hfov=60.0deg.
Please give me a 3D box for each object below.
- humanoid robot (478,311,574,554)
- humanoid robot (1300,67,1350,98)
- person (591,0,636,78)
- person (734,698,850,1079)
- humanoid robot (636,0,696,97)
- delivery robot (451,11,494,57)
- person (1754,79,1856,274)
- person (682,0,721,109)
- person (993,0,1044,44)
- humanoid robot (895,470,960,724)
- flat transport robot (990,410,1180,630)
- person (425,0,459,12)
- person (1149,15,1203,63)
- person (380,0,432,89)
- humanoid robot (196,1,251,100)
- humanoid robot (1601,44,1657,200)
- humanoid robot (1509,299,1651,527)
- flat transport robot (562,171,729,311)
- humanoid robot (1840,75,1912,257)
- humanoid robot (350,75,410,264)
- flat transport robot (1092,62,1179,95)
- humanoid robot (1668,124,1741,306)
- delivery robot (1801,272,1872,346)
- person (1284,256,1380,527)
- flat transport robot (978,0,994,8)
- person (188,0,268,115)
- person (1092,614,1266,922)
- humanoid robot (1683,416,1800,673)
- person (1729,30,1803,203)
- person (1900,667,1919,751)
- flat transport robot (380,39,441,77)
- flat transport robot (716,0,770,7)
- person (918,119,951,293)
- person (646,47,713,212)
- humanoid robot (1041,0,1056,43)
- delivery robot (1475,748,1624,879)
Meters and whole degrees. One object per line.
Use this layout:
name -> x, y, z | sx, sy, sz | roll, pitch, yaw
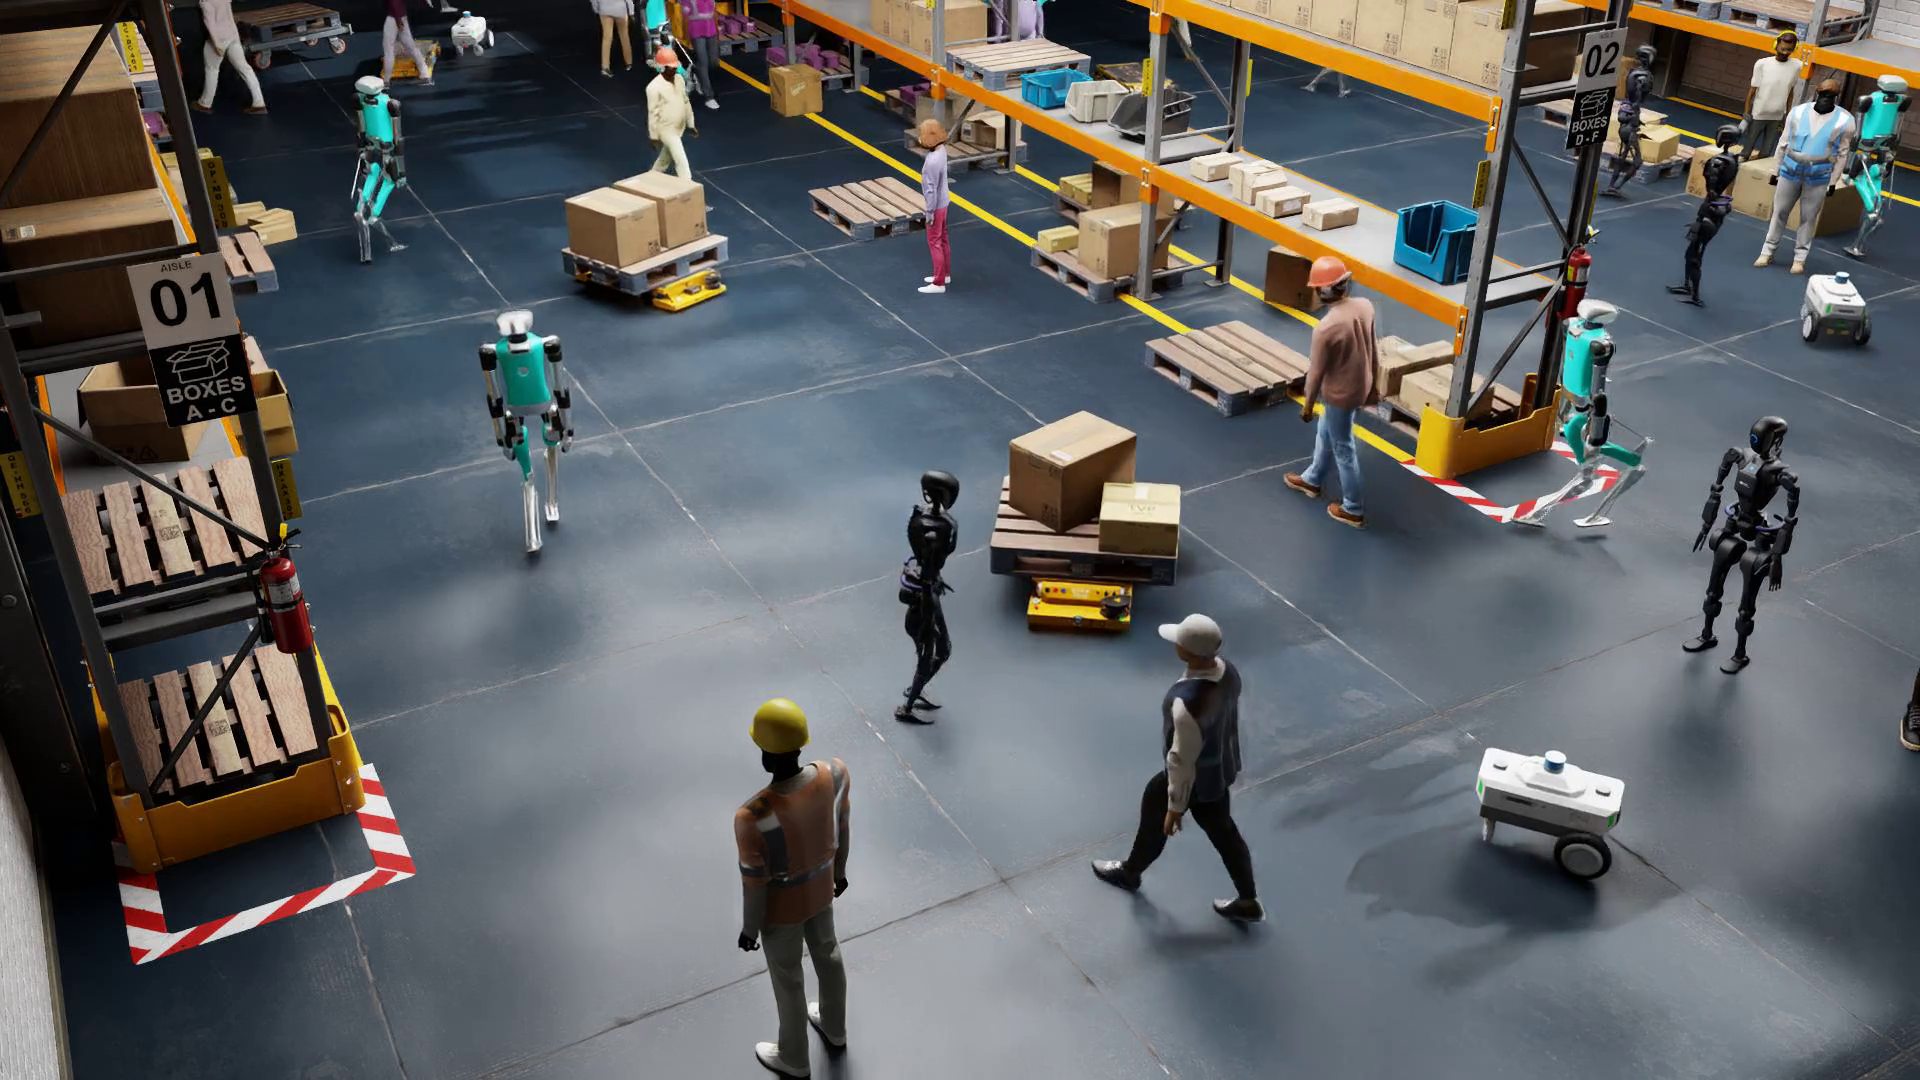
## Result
humanoid robot -> -2.904, -0.790, 11.298 | 0.545, 1.734, 0.995 | -8, 31, -13
humanoid robot -> 4.866, -6.589, 21.452 | 0.910, 1.815, 0.556 | 19, 35, 29
person -> -4.675, -7.129, 22.382 | 0.600, 1.701, 0.884 | 1, 30, 2
person -> -0.721, 1.500, 7.135 | 0.372, 1.925, 0.593 | 25, 38, 36
humanoid robot -> -3.510, -5.930, 20.253 | 0.664, 1.792, 0.540 | 14, 33, 23
delivery robot -> -6.979, -7.224, 23.688 | 0.510, 0.584, 0.755 | 0, 30, 0
person -> 8.061, -3.469, 15.868 | 0.627, 1.846, 0.429 | 20, 35, 30
person -> -3.277, -6.420, 21.018 | 0.519, 1.830, 0.663 | -26, 39, -37
person -> 0.701, -6.293, 20.755 | 0.685, 1.878, 0.640 | -12, 32, -21
humanoid robot -> -0.184, 0.327, 9.451 | 0.380, 1.649, 0.616 | 2, 30, 3
flat transport robot -> 0.844, 0.137, 11.171 | 0.659, 0.231, 1.431 | 4, 30, 7
person -> -8.131, -9.011, 25.737 | 0.461, 1.615, 0.561 | -14, 33, -22
person -> 3.026, -7.611, 23.111 | 0.944, 1.843, 0.576 | 23, 37, 34
person -> -7.483, -6.867, 21.740 | 0.895, 1.890, 0.513 | -5, 30, -9
humanoid robot -> -9.496, -6.480, 21.290 | 0.394, 1.650, 0.596 | 10, 31, 16
humanoid robot -> 7.185, -4.453, 17.748 | 0.410, 1.652, 0.590 | 10, 31, 16
humanoid robot -> 4.345, -0.800, 11.327 | 0.935, 1.759, 0.544 | -5, 30, -8
flat transport robot -> -2.955, -2.497, 15.756 | 1.431, 0.231, 0.659 | 22, 36, 33
humanoid robot -> 8.911, -3.525, 16.117 | 0.551, 1.831, 0.717 | -5, 30, -9
humanoid robot -> -5.732, -3.505, 16.098 | 0.573, 1.824, 0.817 | 11, 32, 18
flat transport robot -> 2.306, -6.021, 21.891 | 0.659, 0.231, 1.431 | -9, 31, -16
humanoid robot -> 6.773, -2.959, 15.152 | 0.400, 1.652, 0.608 | 20, 35, 30
delivery robot -> 7.741, -2.068, 14.716 | 0.499, 0.588, 0.774 | 6, 30, 10
person -> 2.560, -1.045, 11.565 | 0.883, 1.930, 0.667 | 24, 37, 35
flat transport robot -> 0.234, -8.519, 26.240 | 1.431, 0.231, 0.659 | -3, 30, -6
person -> -9.218, -6.213, 20.609 | 1.013, 1.886, 0.634 | 5, 30, 9
person -> 1.140, 1.095, 8.053 | 0.927, 1.711, 0.776 | 19, 35, 29
humanoid robot -> 4.712, 0.006, 9.979 | 0.305, 1.651, 0.611 | -16, 34, -26
person -> 8.507, -4.434, 17.529 | 0.529, 1.862, 0.328 | 1, 30, 1
person -> 5.679, 0.315, 9.172 | 0.602, 1.957, 0.370 | 5, 30, 8
flat transport robot -> -7.605, -6.676, 23.032 | 0.659, 0.231, 1.431 | -5, 30, -8
flat transport robot -> -3.262, -8.685, 26.528 | 1.431, 0.231, 0.659 | -8, 31, -13
person -> -0.236, -3.096, 15.438 | 0.280, 1.628, 0.500 | 5, 30, 9
person -> -3.067, -4.360, 17.559 | 0.918, 1.707, 0.566 | 12, 32, 20
humanoid robot -> 1.090, -7.851, 23.469 | 0.735, 1.677, 0.533 | -9, 31, -15
delivery robot -> 3.109, 1.381, 8.729 | 0.776, 0.604, 0.525 | 13, 32, 21
